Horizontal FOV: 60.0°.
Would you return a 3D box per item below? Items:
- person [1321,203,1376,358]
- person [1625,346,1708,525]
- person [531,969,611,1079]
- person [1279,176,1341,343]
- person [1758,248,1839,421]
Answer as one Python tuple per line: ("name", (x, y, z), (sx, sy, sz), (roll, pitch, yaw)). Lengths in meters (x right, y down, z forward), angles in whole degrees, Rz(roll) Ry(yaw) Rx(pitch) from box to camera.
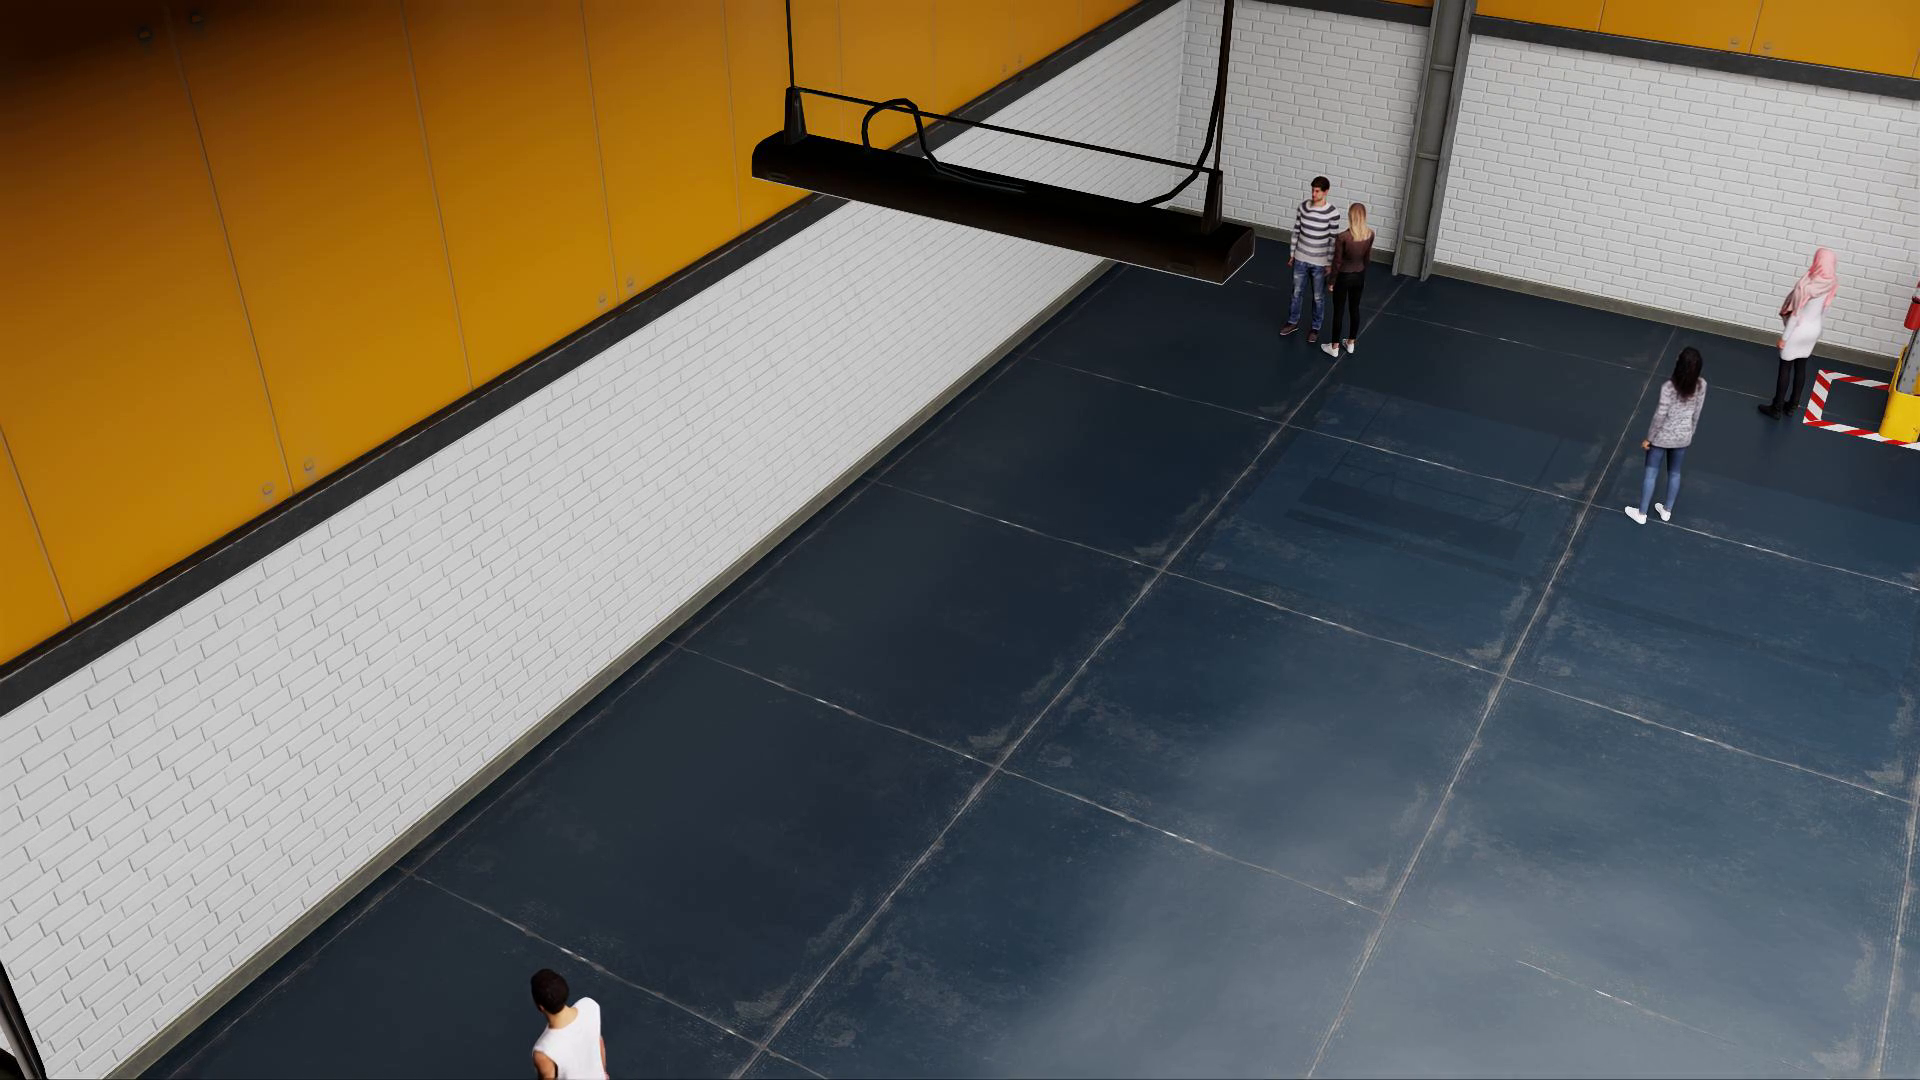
("person", (4.129, -2.764, 17.637), (0.674, 1.705, 0.707), (-12, 35, -18))
("person", (6.347, -0.937, 14.864), (0.666, 1.732, 0.748), (-5, 34, -8))
("person", (-2.058, 2.992, 8.907), (0.538, 1.782, 0.620), (16, 37, 23))
("person", (3.801, -3.043, 17.923), (0.478, 1.852, 0.719), (20, 39, 27))
("person", (8.327, -2.044, 16.465), (0.734, 1.803, 0.788), (-10, 35, -14))
